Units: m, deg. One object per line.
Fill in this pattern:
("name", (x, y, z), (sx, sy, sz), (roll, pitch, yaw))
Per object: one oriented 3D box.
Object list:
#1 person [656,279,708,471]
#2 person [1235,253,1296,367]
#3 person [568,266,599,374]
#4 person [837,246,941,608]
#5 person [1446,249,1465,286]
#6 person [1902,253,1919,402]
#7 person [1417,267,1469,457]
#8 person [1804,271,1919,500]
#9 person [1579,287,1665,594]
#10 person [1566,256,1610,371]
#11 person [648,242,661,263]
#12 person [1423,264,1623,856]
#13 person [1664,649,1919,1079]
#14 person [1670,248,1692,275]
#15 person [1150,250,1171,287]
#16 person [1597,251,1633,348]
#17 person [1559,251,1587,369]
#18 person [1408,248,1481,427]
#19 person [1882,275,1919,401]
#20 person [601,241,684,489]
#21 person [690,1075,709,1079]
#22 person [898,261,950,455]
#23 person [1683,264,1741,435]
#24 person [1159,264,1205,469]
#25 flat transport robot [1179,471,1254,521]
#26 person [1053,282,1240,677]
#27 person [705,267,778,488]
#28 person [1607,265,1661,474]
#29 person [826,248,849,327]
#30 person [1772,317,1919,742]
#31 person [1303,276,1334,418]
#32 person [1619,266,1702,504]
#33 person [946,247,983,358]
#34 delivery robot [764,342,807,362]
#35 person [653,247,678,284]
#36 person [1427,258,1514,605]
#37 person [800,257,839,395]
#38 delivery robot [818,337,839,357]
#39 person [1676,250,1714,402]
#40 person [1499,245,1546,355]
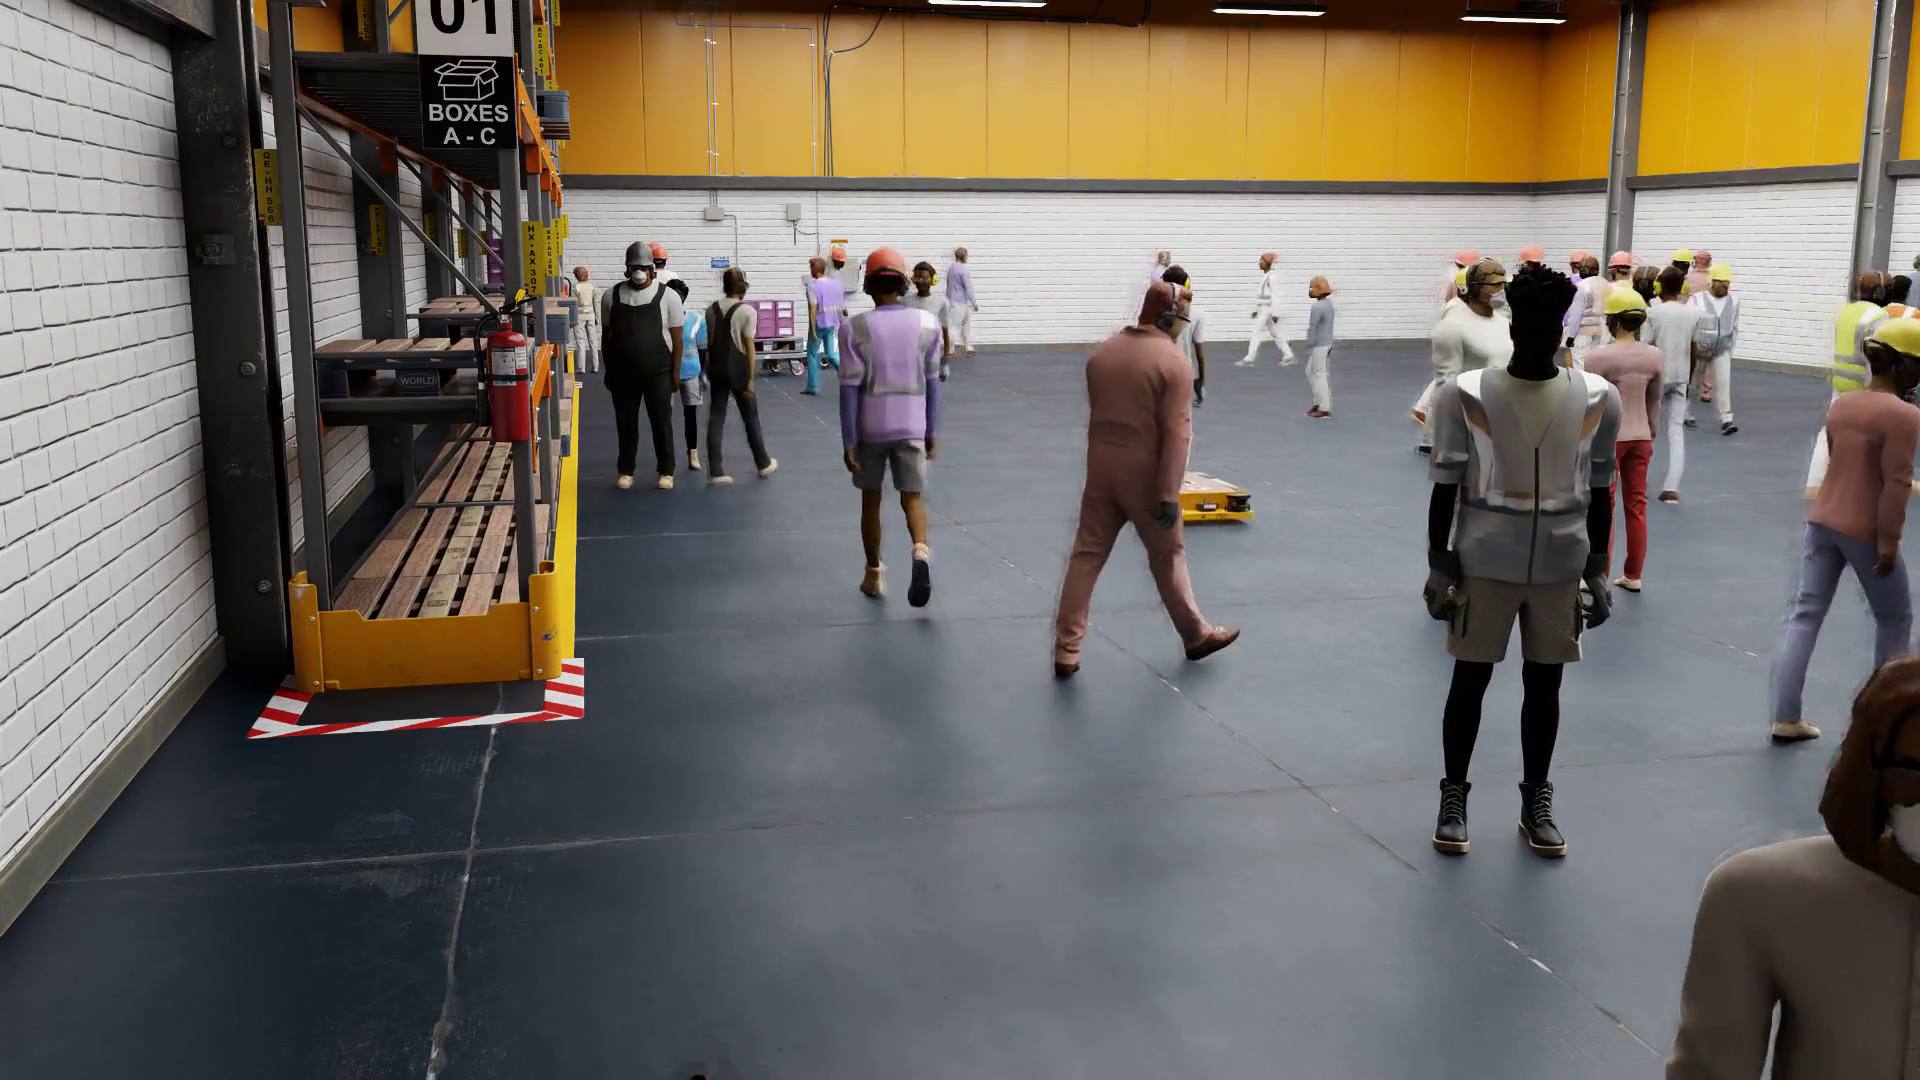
("person", (-2.489, -1.452, 14.700), (0.534, 1.697, 0.322), (-2, 10, -13))
("person", (4.985, -3.700, 26.800), (0.991, 1.839, 0.579), (1, 10, 3))
("person", (-5.757, -3.359, 25.431), (0.310, 1.638, 0.523), (10, 14, 44))
("person", (-0.373, -0.619, 9.228), (0.603, 2.016, 0.848), (-3, 11, -16))
("person", (8.007, -3.631, 26.260), (0.681, 1.874, 0.830), (-9, 14, -42))
("person", (12.092, -2.684, 20.999), (0.647, 1.902, 0.933), (4, 11, 21))
("person", (4.711, -1.626, 15.417), (0.937, 1.778, 0.588), (8, 13, 37))
("person", (7.098, -1.183, 12.945), (0.944, 1.789, 0.650), (0, 10, -2))
("person", (3.780, -0.562, 9.581), (0.531, 1.768, 0.311), (-3, 11, -16))
("person", (7.524, -2.482, 20.015), (0.627, 1.843, 0.428), (-7, 12, -32))
("person", (-5.185, -3.922, 27.550), (0.568, 2.025, 0.660), (-1, 10, -7))
("person", (1.845, 0.082, 5.476), (0.614, 1.957, 0.391), (1, 10, 6))
("person", (1.097, 0.900, 1.983), (0.520, 1.584, 0.868), (7, 12, 33))
("person", (9.406, -2.861, 21.871), (0.364, 1.928, 0.587), (2, 10, 13))
("person", (3.355, -3.977, 28.243), (0.931, 1.874, 0.650), (-1, 10, -6))
("person", (7.123, -2.189, 18.195), (0.558, 1.901, 0.806), (-4, 11, -20))
("person", (8.260, -2.936, 22.435), (0.584, 1.879, 0.801), (-1, 10, -4))
("person", (5.350, -2.157, 17.907), (0.968, 1.956, 0.613), (-1, 10, -6))
("person", (9.122, -1.737, 16.288), (0.317, 1.696, 0.539), (-7, 13, -35))
("person", (-2.608, -1.421, 13.577), (0.683, 2.000, 0.535), (1, 10, 4))
("person", (-0.128, 1.048, 1.031), (0.526, 1.633, 0.315), (8, 13, 39))
("person", (-0.347, -1.689, 15.597), (0.535, 1.852, 0.610), (3, 11, 14))
("person", (7.920, -2.005, 17.537), (0.600, 1.784, 0.921), (1, 10, 4))
("person", (1.668, -1.237, 13.100), (0.514, 1.854, 0.570), (2, 10, 11))
("flat transport robot", (1.655, -0.348, 12.541), (0.652, 0.197, 1.431), (-2, 10, -11))
("person", (0.867, -0.278, 7.818), (1.030, 1.838, 0.667), (-10, 14, -44))
("person", (-1.862, -1.368, 13.932), (0.525, 1.801, 0.926), (4, 11, 20))
("person", (5.860, -1.466, 14.456), (0.516, 1.820, 0.692), (5, 11, 26))
("person", (-1.975, -3.858, 27.474), (0.810, 1.892, 0.552), (1, 10, 8))
("person", (3.664, -0.024, 6.681), (0.783, 1.717, 0.546), (-2, 10, -11))
("person", (4.086, -2.214, 19.120), (0.454, 1.614, 0.530), (6, 12, 31))
("person", (5.539, -1.232, 13.117), (0.504, 1.823, 0.957), (1, 10, 5))
("person", (0.108, -4.087, 28.734), (0.888, 1.905, 0.641), (-4, 11, -20))
("delivery robot", (-2.783, -3.026, 26.333), (0.707, 0.478, 0.477), (0, 10, -1))
("person", (-4.358, -3.300, 24.275), (0.546, 1.939, 0.375), (0, 10, -1))
("person", (2.846, -0.583, 9.240), (0.645, 1.938, 0.356), (-8, 13, -39))
("person", (-1.764, -2.793, 21.793), (0.752, 1.822, 0.577), (8, 13, 39))
("delivery robot", (-2.049, -3.047, 26.446), (0.707, 0.478, 0.477), (-6, 12, -29))
("person", (9.264, -2.677, 20.912), (0.644, 1.907, 0.400), (0, 10, 0))
("person", (6.328, -2.296, 18.592), (0.648, 1.978, 0.440), (-5, 11, -26))
